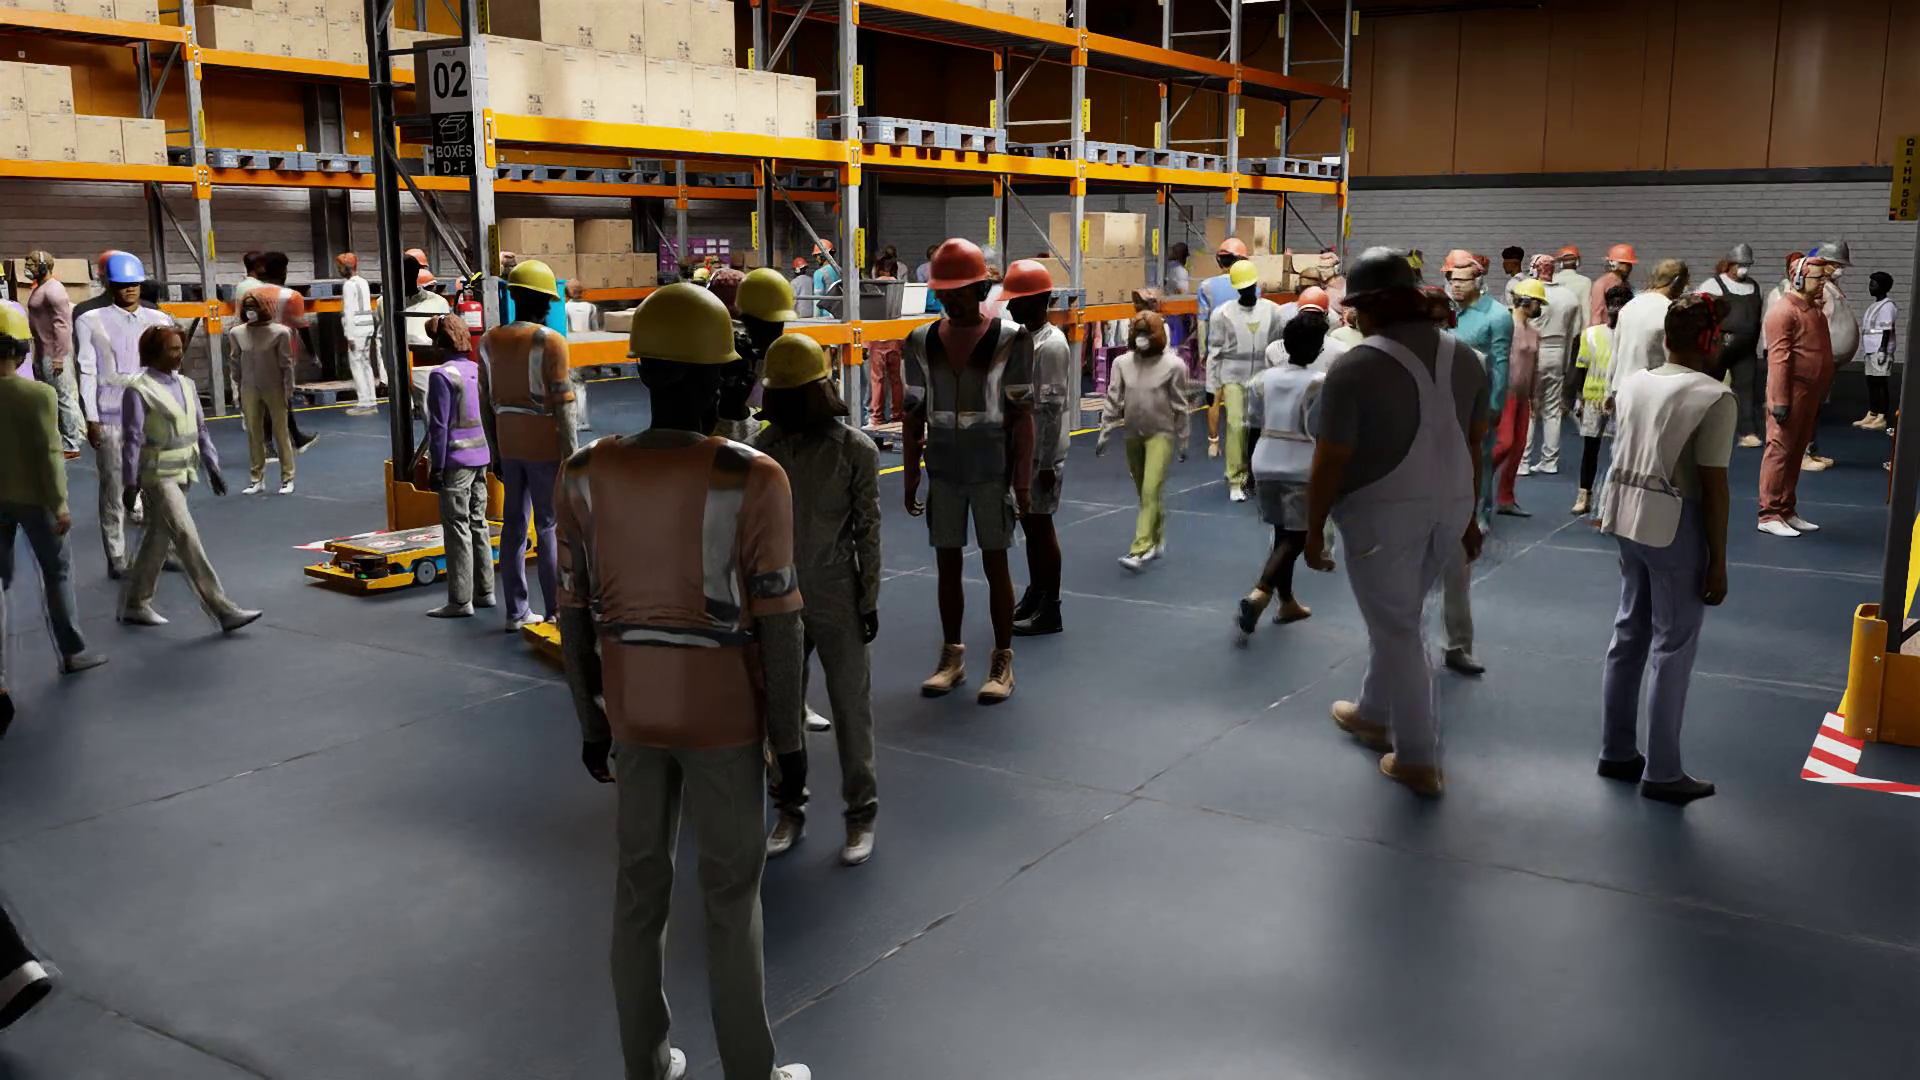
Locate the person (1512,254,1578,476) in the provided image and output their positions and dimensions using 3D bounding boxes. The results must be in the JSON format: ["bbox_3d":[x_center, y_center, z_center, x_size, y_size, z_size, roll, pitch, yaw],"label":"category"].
[{"bbox_3d":[4.969,-1.499,14.336,0.644,1.900,0.399,-4,11,-21],"label":"person"}]

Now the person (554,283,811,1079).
[{"bbox_3d":[-0.616,0.392,3.774,0.585,1.928,0.368,3,11,17],"label":"person"}]

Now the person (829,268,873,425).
[{"bbox_3d":[-1.135,-2.177,18.075,0.598,1.908,0.401,-4,11,-21],"label":"person"}]

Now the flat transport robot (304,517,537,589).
[{"bbox_3d":[-3.185,0.064,10.181,0.652,0.197,1.431,8,13,37],"label":"flat transport robot"}]

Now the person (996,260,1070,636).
[{"bbox_3d":[0.366,-0.465,8.542,0.388,1.926,0.549,-3,11,-14],"label":"person"}]

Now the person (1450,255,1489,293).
[{"bbox_3d":[6.009,-2.470,19.866,0.699,1.852,0.347,-5,11,-26],"label":"person"}]

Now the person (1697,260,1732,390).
[{"bbox_3d":[8.948,-2.409,19.665,0.885,1.800,0.569,-10,14,-44],"label":"person"}]

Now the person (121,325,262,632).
[{"bbox_3d":[-4.046,-0.311,8.594,0.872,1.590,0.522,1,10,6],"label":"person"}]

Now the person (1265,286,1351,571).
[{"bbox_3d":[2.147,-0.686,10.265,0.559,1.742,0.358,3,11,15],"label":"person"}]

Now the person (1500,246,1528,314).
[{"bbox_3d":[6.542,-2.486,19.653,0.386,1.955,0.610,7,12,34],"label":"person"}]

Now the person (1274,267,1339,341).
[{"bbox_3d":[2.658,-1.203,12.922,0.536,1.814,0.533,4,11,22],"label":"person"}]

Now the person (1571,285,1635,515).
[{"bbox_3d":[4.778,-1.008,12.209,0.540,1.704,0.361,5,11,27],"label":"person"}]

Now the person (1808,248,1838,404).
[{"bbox_3d":[10.581,-2.630,20.532,0.430,1.933,0.611,10,14,44],"label":"person"}]

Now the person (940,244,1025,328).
[{"bbox_3d":[0.181,-1.333,13.019,0.674,2.000,0.955,-2,10,-11],"label":"person"}]

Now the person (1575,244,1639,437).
[{"bbox_3d":[6.665,-2.026,17.013,0.660,1.978,0.466,-7,13,-35],"label":"person"}]

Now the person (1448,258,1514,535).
[{"bbox_3d":[3.441,-0.970,11.413,0.399,1.899,0.648,-8,13,-38],"label":"person"}]

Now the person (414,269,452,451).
[{"bbox_3d":[-5.120,-1.730,16.033,0.353,1.744,0.566,4,11,23],"label":"person"}]

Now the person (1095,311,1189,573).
[{"bbox_3d":[1.111,-0.607,10.231,0.534,1.584,0.848,7,12,33],"label":"person"}]

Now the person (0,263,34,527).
[{"bbox_3d":[-6.765,-1.041,11.744,0.393,1.918,0.585,-1,10,-5],"label":"person"}]

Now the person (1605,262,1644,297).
[{"bbox_3d":[6.738,-1.954,17.074,0.536,1.820,0.565,7,12,34],"label":"person"}]

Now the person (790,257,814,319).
[{"bbox_3d":[-2.500,-3.582,26.268,0.321,1.754,0.563,7,13,35],"label":"person"}]

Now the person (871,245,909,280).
[{"bbox_3d":[-1.165,-3.950,27.801,0.629,1.939,0.372,-2,10,-10],"label":"person"}]

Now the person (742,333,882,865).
[{"bbox_3d":[-0.499,0.197,5.407,0.490,1.730,0.324,2,10,10],"label":"person"}]

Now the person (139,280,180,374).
[{"bbox_3d":[-7.183,-1.453,14.669,0.612,1.677,0.542,2,10,9],"label":"person"}]

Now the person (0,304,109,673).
[{"bbox_3d":[-4.284,-0.191,7.525,0.538,1.741,0.773,1,10,8],"label":"person"}]

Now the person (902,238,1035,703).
[{"bbox_3d":[0.027,-0.296,7.308,0.613,2.033,0.410,4,11,20],"label":"person"}]

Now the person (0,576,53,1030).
[{"bbox_3d":[-2.556,0.377,3.938,0.466,1.897,0.657,1,10,5],"label":"person"}]

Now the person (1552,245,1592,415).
[{"bbox_3d":[6.954,-2.391,19.102,0.653,1.955,0.468,10,14,43],"label":"person"}]

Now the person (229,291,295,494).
[{"bbox_3d":[-5.561,-1.170,13.267,0.509,1.626,0.279,0,10,1],"label":"person"}]

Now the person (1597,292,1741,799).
[{"bbox_3d":[2.563,0.025,6.063,0.388,1.837,0.562,-3,11,-15],"label":"person"}]

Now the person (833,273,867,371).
[{"bbox_3d":[-1.680,-3.491,25.485,0.602,1.867,0.944,-4,11,-20],"label":"person"}]
